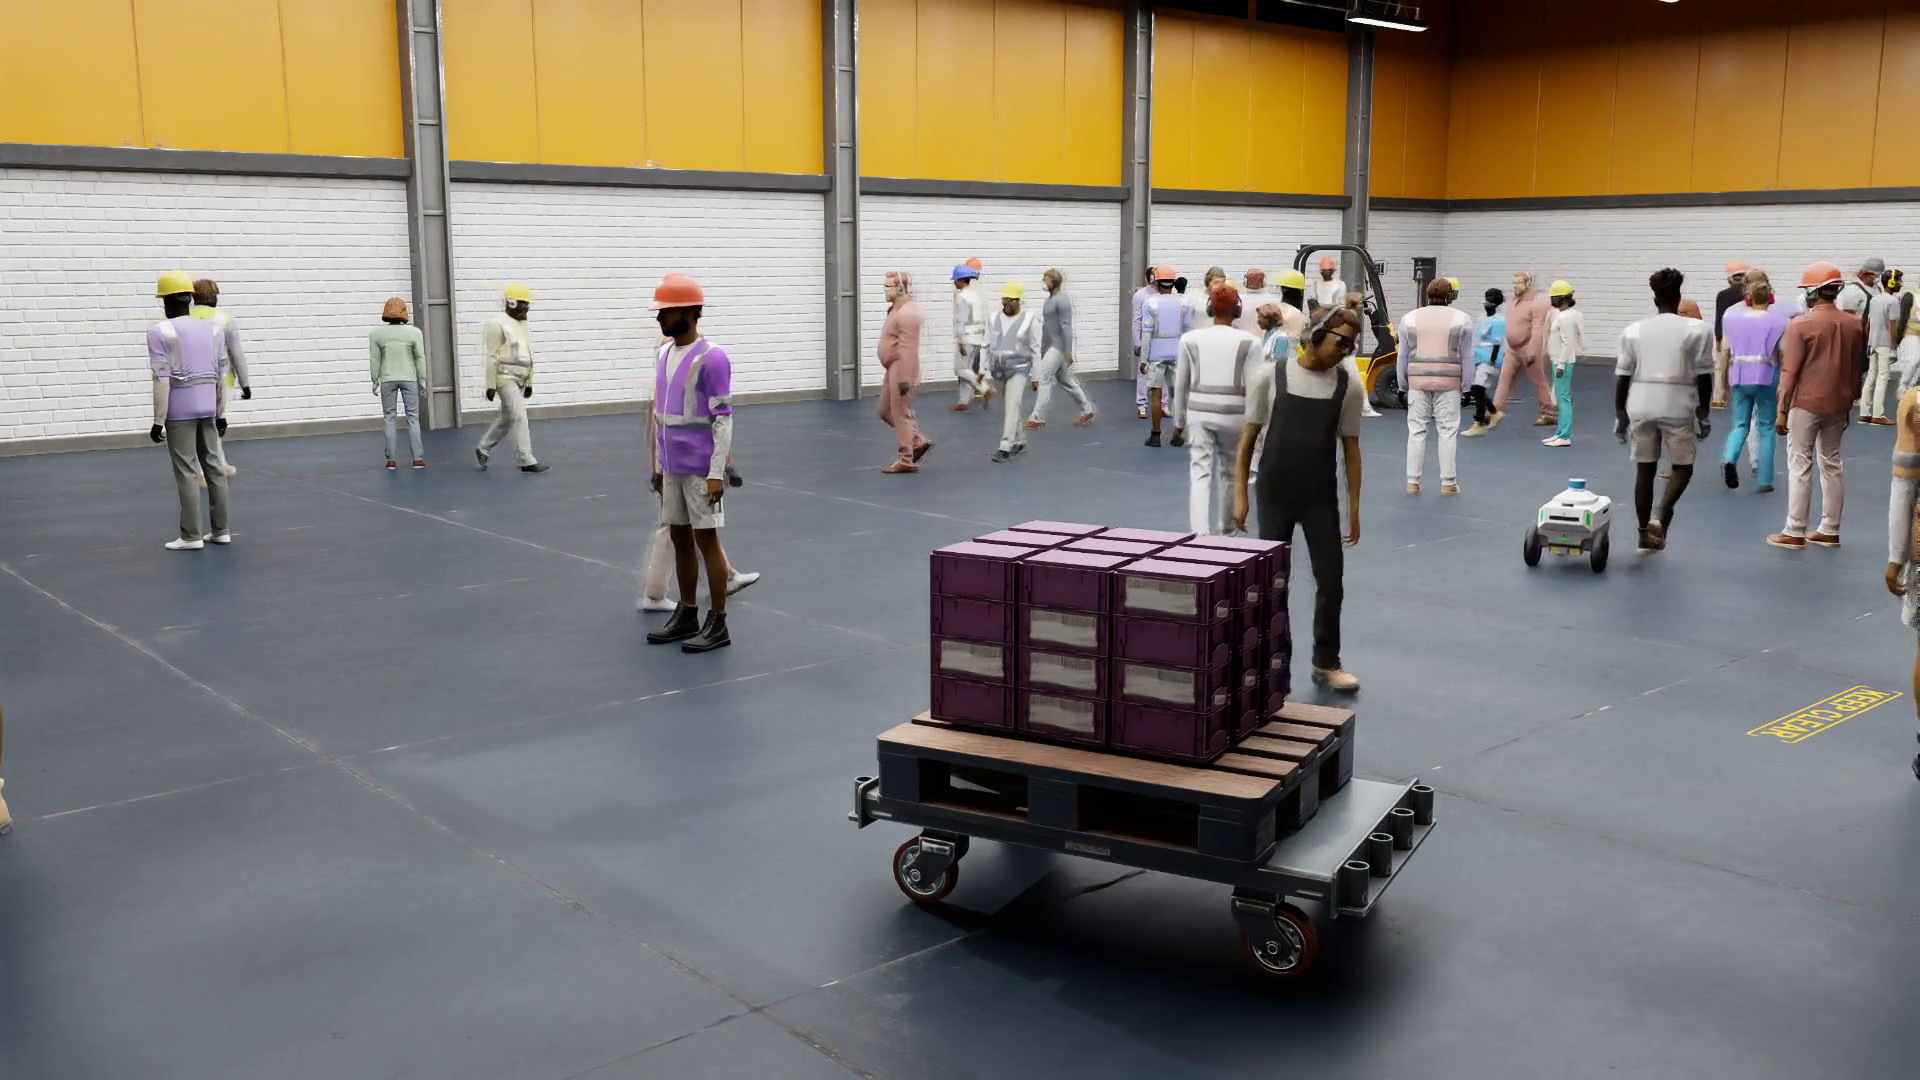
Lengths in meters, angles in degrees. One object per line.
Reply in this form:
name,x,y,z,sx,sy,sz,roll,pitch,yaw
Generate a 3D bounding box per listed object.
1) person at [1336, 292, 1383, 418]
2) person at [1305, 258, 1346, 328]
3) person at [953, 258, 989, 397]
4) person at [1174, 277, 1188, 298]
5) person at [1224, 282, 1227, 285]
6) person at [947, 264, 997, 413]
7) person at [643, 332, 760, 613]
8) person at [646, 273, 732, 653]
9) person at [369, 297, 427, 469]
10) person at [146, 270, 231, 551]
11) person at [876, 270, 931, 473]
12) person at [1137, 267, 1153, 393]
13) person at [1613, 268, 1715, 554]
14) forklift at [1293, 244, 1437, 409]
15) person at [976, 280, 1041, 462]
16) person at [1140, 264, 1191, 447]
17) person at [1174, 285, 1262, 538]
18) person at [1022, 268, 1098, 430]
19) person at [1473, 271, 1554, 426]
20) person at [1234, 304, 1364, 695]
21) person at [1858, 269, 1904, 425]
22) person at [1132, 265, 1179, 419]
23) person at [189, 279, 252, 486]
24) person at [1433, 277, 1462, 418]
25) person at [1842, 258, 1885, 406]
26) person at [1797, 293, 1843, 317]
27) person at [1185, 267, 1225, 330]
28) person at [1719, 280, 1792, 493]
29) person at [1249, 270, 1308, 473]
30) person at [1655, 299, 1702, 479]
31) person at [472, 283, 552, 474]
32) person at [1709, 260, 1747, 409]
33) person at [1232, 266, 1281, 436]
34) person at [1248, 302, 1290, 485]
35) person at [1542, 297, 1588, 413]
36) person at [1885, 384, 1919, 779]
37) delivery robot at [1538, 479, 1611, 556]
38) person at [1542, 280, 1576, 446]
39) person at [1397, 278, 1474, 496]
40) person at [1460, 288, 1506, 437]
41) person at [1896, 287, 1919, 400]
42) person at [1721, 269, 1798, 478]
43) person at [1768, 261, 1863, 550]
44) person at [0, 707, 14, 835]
person,4.836,-2.333,20.963,0.961,1.577,0.522,3,10,16
person,6.130,-3.718,27.886,0.636,1.986,1.066,7,12,37
person,0.176,-3.048,23.918,0.612,1.996,0.388,8,12,38
person,3.526,-3.382,26.773,0.530,1.689,0.322,5,11,26
person,3.623,-2.802,23.339,0.527,1.697,0.977,9,13,43
person,0.161,-2.568,21.333,0.673,1.922,0.611,5,11,25
person,-1.495,-0.397,9.554,0.848,1.598,0.514,-7,12,-34
person,-1.407,-0.390,8.522,0.366,1.935,0.552,-9,13,-44
person,-5.343,-1.488,15.839,0.507,1.632,0.265,-2,10,-13
person,-5.330,-0.887,11.471,0.381,1.923,0.595,5,11,25
person,-0.560,-1.556,15.473,0.454,1.890,0.662,-2,10,-9
person,2.828,-3.114,24.695,0.335,1.865,0.521,-9,13,-44
person,4.710,-0.849,11.198,0.628,1.943,0.548,8,12,38
forklift,5.256,-2.933,22.661,2.313,2.155,1.214,3,10,16
person,0.497,-1.692,16.609,0.590,1.788,0.918,6,11,32
person,2.170,-1.951,17.672,0.551,1.933,0.373,-2,10,-12
person,1.717,-0.789,11.178,0.593,1.836,0.979,3,10,15
person,1.178,-2.239,19.508,1.013,1.898,0.644,-2,10,-11
person,6.673,-2.262,19.757,1.036,1.841,0.652,-4,10,-21
person,1.561,-0.164,7.594,0.616,1.810,0.460,1,10,7
person,11.082,-2.309,19.973,0.317,1.865,0.523,-1,10,-4
person,2.465,-2.468,20.785,0.639,1.909,0.407,-3,10,-16
person,-6.630,-1.410,14.856,0.647,1.808,0.830,1,10,7
person,6.076,-2.399,20.809,0.386,1.752,0.552,-4,10,-21
person,12.138,-2.818,22.440,0.735,2.000,0.662,-6,12,-33
person,11.486,-2.718,22.292,0.554,1.894,1.006,4,10,22
person,2.753,-2.025,18.216,0.640,1.895,0.934,-2,10,-9
person,6.757,-1.294,14.165,0.605,1.818,0.569,8,13,41
person,3.064,-1.563,15.545,0.881,1.889,0.608,-6,11,-29
person,6.553,-1.368,15.131,0.286,1.636,0.499,6,11,32
person,-4.246,-1.504,15.513,0.827,1.788,0.593,2,10,13
person,10.181,-2.671,21.792,0.624,1.974,0.833,-1,10,-7
person,3.096,-1.919,17.553,0.643,1.913,0.408,1,10,8
person,2.815,-1.285,14.677,0.537,1.618,0.523,-2,10,-11
person,7.864,-2.451,21.587,0.561,1.584,0.853,9,13,43
person,3.728,0.029,6.144,0.549,1.918,0.758,5,11,26
delivery robot,4.045,-0.158,10.934,0.477,0.478,0.707,6,11,31
person,6.390,-1.877,17.736,0.327,1.765,0.529,3,10,17
person,4.031,-1.295,14.111,0.635,1.840,0.429,5,11,25
person,5.903,-1.988,18.630,0.509,1.675,0.555,-1,10,-4
person,13.338,-2.807,23.050,0.661,1.813,0.494,-1,10,-5
person,7.368,-1.539,15.392,0.665,1.887,0.886,2,10,14
person,5.919,-0.926,11.528,0.619,1.985,0.409,-3,10,-16
person,-3.544,0.049,5.648,0.608,2.044,0.373,3,10,15
